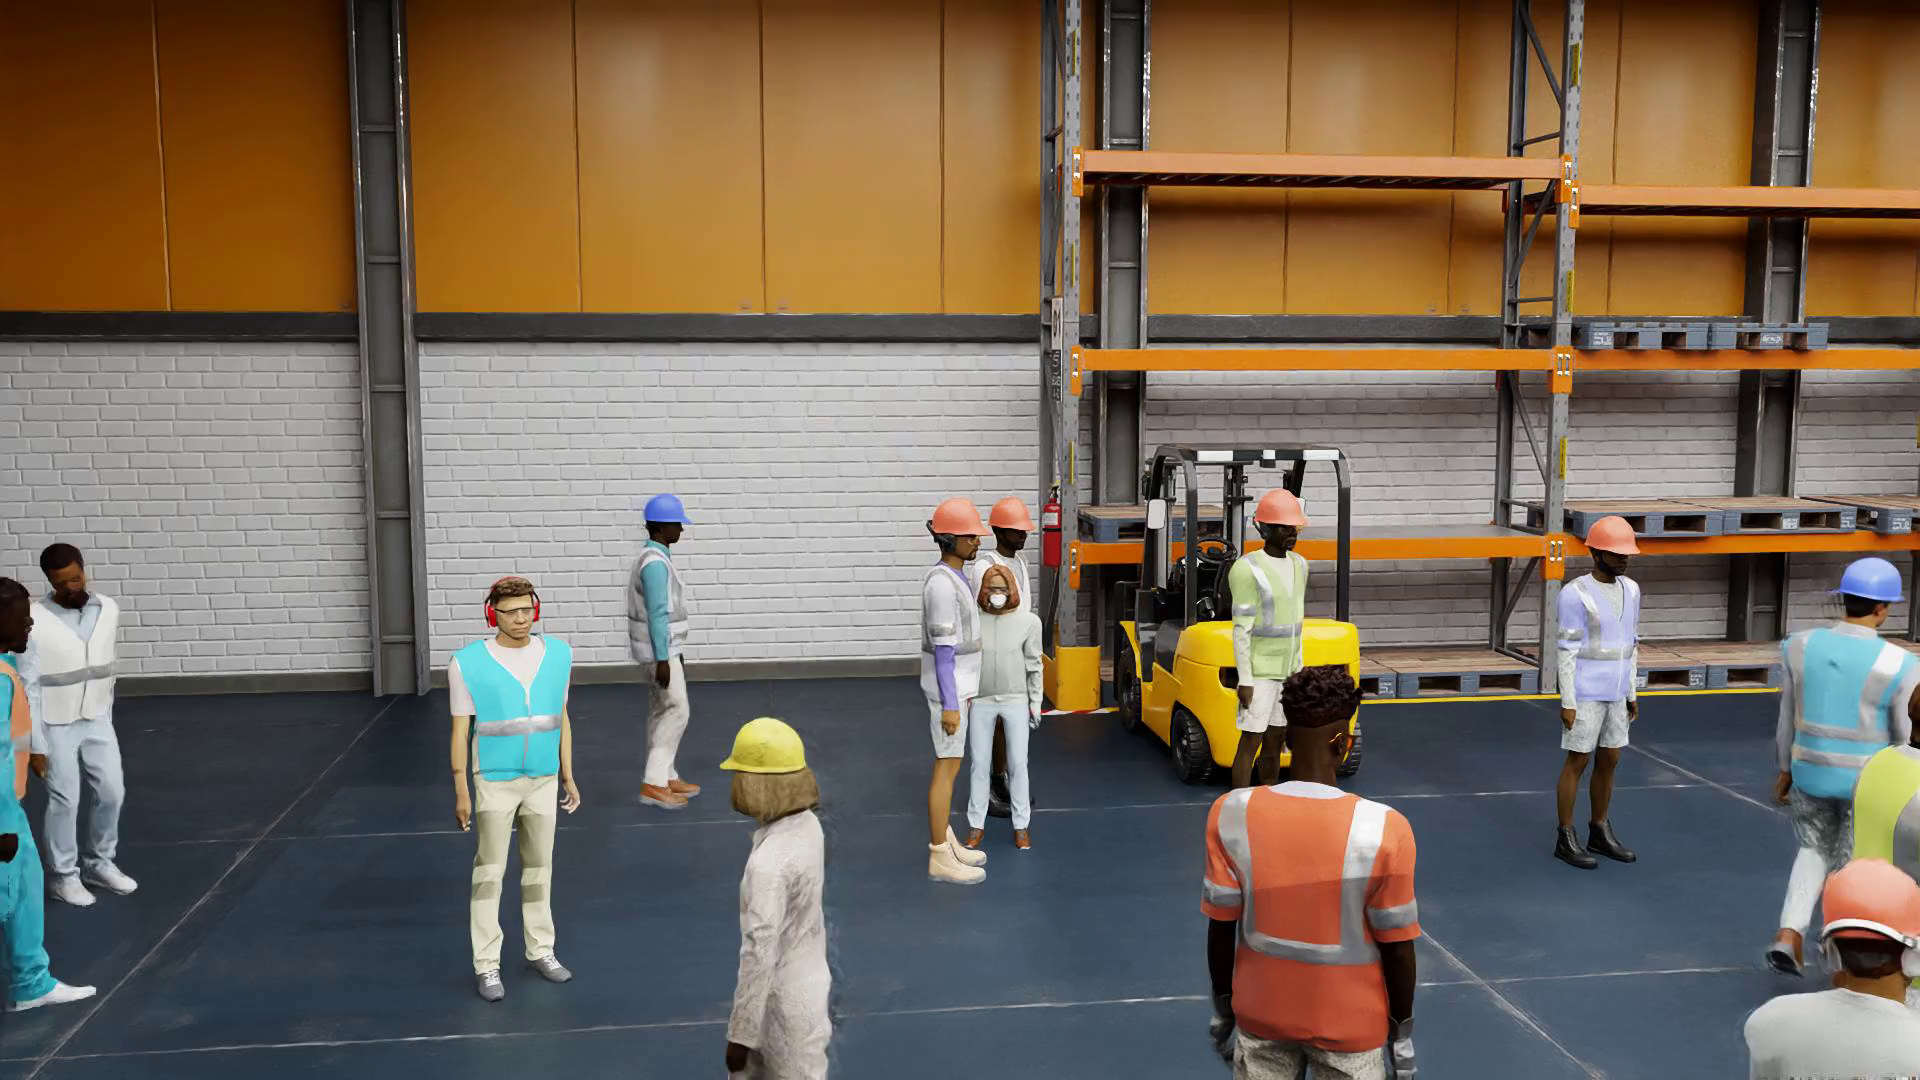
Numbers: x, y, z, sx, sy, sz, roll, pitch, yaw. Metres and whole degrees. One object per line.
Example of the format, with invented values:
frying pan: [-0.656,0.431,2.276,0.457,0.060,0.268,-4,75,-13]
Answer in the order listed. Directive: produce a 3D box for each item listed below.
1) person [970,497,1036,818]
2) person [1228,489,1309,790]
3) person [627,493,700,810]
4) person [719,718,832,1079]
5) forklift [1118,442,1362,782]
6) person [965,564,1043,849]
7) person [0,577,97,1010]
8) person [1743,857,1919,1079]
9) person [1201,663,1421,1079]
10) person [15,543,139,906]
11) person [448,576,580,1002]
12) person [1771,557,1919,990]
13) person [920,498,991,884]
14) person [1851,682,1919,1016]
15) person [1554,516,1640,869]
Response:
person: [0.291,0.702,10.126,0.375,1.935,0.551,4,7,28]
person: [1.777,0.730,9.411,0.607,2.045,0.390,-6,9,-41]
person: [-1.849,0.677,10.307,0.409,1.942,0.630,-1,7,-13]
person: [-0.644,1.387,5.019,0.711,1.717,0.507,0,7,4]
forklift: [1.912,0.418,11.496,1.214,2.155,2.313,-1,7,-8]
person: [0.220,0.940,9.403,0.503,1.628,0.286,1,7,5]
person: [-4.091,1.099,6.882,0.765,1.891,0.628,-5,8,-37]
person: [1.884,1.556,3.543,0.600,1.727,0.579,-3,7,-22]
person: [0.980,1.318,4.635,0.600,1.958,0.387,4,7,28]
person: [-4.476,0.934,8.348,0.472,1.874,0.609,3,7,27]
person: [-1.966,1.066,7.332,0.570,1.843,0.373,-6,9,-40]
person: [3.846,1.035,7.198,0.452,1.935,0.642,-4,8,-34]
person: [-0.021,0.791,8.882,0.373,2.043,0.615,0,7,3]
person: [3.000,1.323,5.170,0.431,1.835,0.623,1,7,4]
person: [3.504,0.827,9.075,0.545,1.931,0.387,-3,7,-27]
